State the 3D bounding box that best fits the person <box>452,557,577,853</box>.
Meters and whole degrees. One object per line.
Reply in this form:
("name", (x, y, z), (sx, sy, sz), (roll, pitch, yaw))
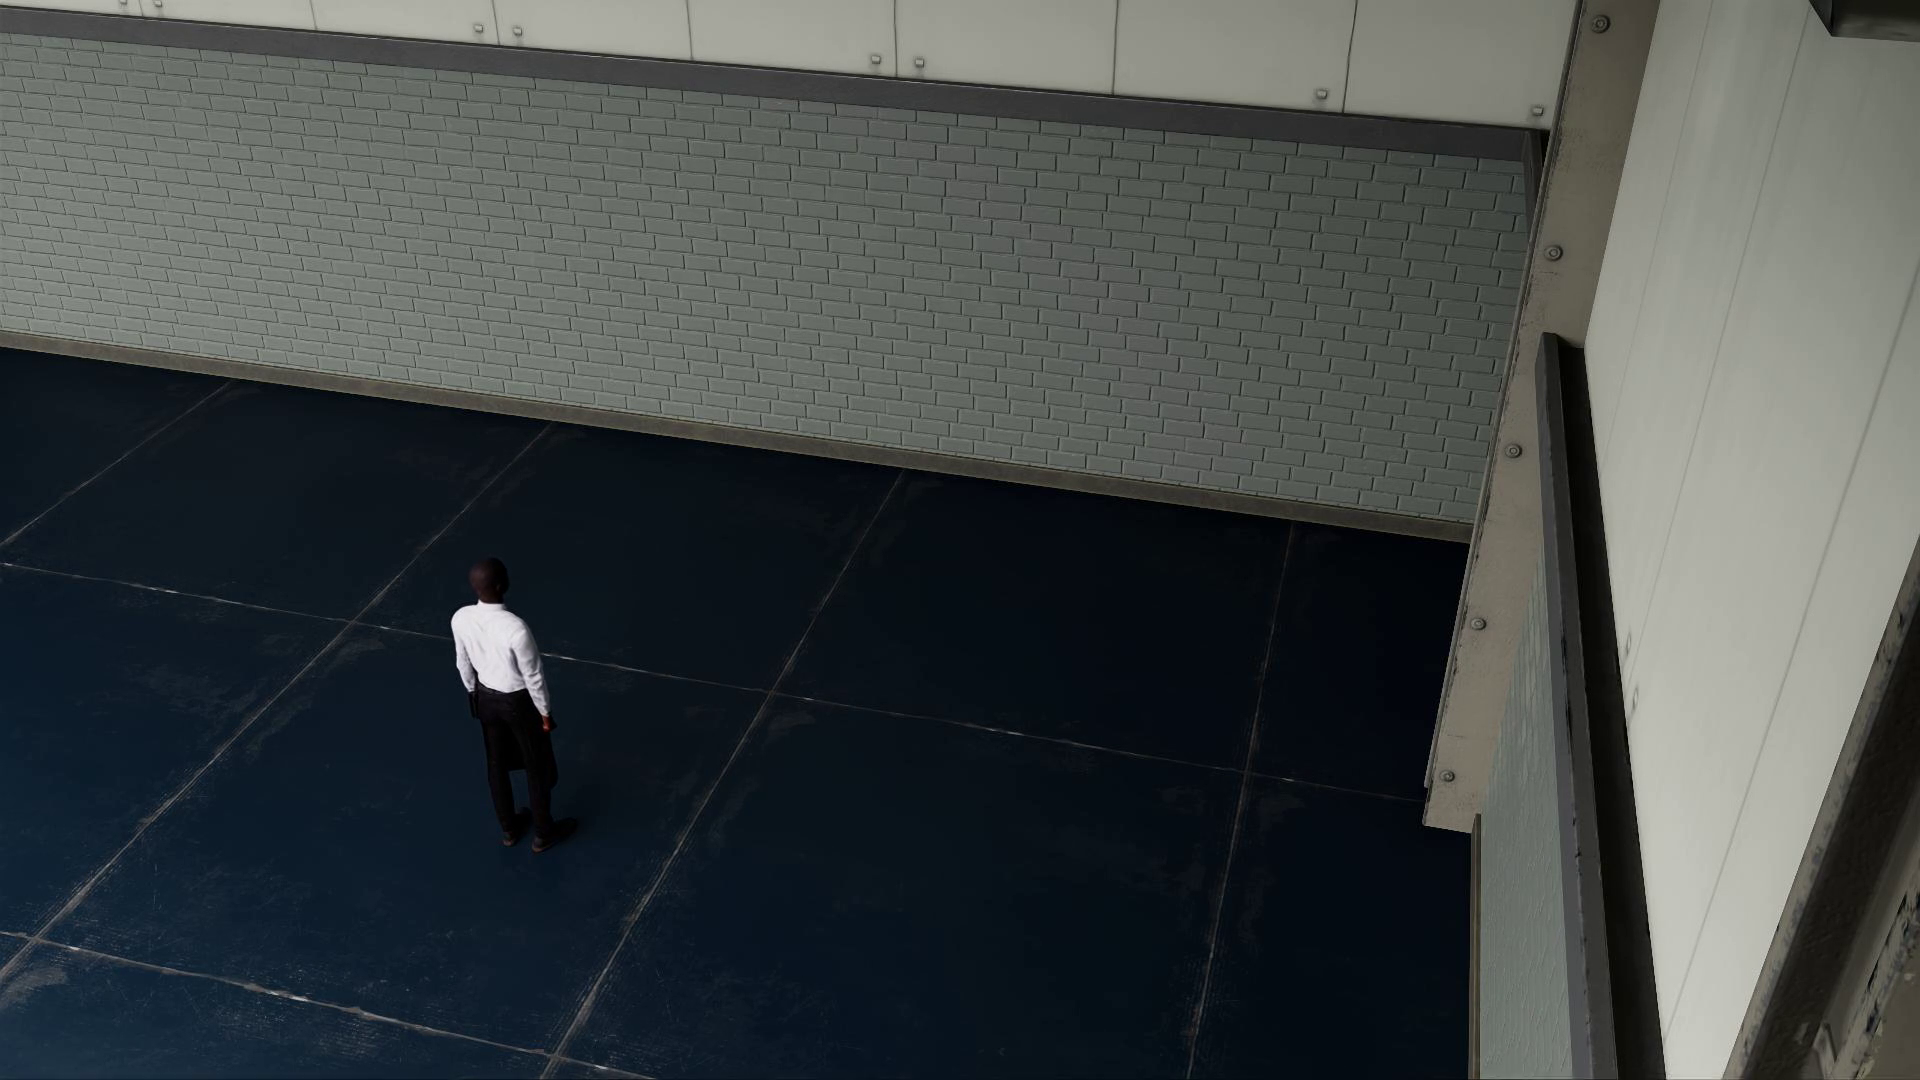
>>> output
("person", (-2.423, 0.894, 8.928), (0.651, 1.836, 0.535), (10, 34, 16))
